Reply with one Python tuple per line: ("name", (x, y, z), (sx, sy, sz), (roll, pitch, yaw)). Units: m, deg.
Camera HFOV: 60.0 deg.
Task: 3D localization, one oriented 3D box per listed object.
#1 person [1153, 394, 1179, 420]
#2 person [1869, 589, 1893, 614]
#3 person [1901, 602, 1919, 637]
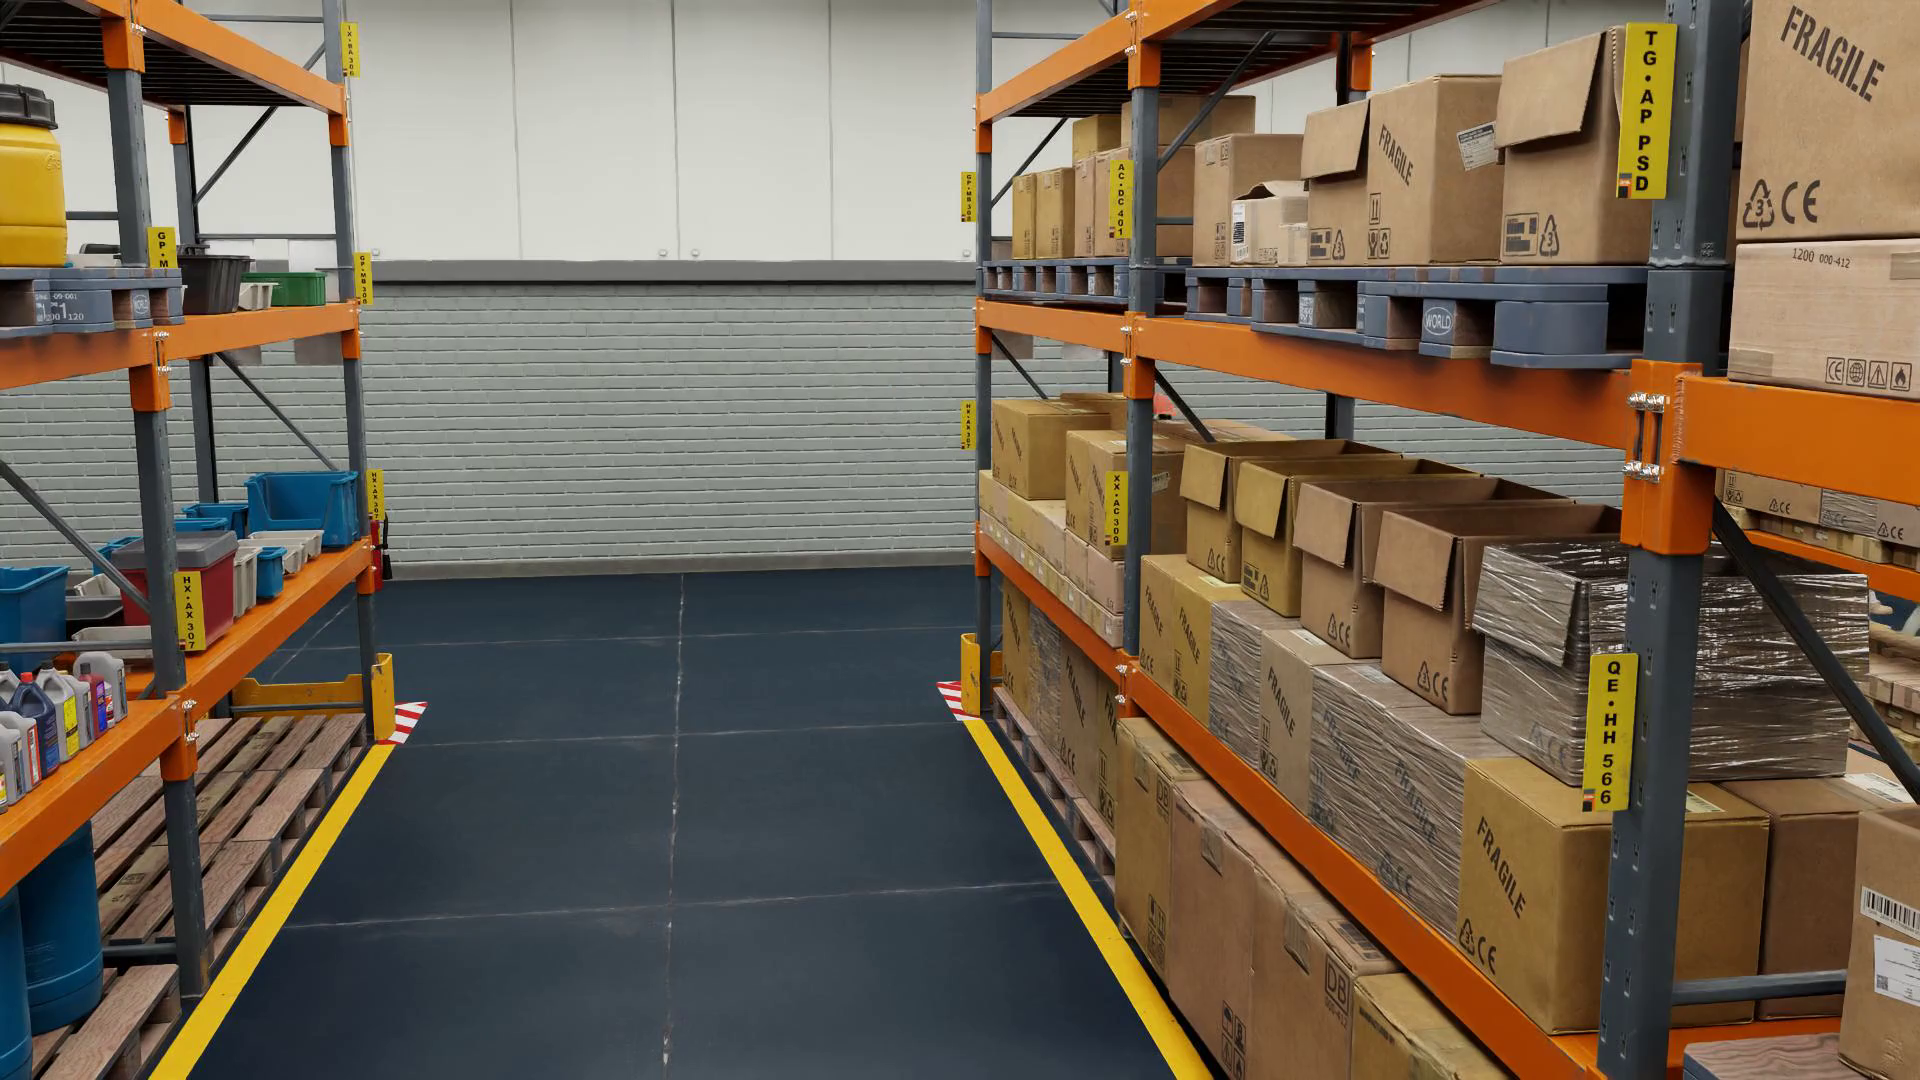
("person", (1.789, -0.309, 14.689), (1.024, 1.937, 0.611), (4, 10, 25))
("person", (8.137, -0.274, 14.801), (0.429, 1.844, 0.627), (2, 9, 14))
("person", (7.212, 0.157, 12.213), (0.843, 1.838, 0.509), (-6, 11, -35))
